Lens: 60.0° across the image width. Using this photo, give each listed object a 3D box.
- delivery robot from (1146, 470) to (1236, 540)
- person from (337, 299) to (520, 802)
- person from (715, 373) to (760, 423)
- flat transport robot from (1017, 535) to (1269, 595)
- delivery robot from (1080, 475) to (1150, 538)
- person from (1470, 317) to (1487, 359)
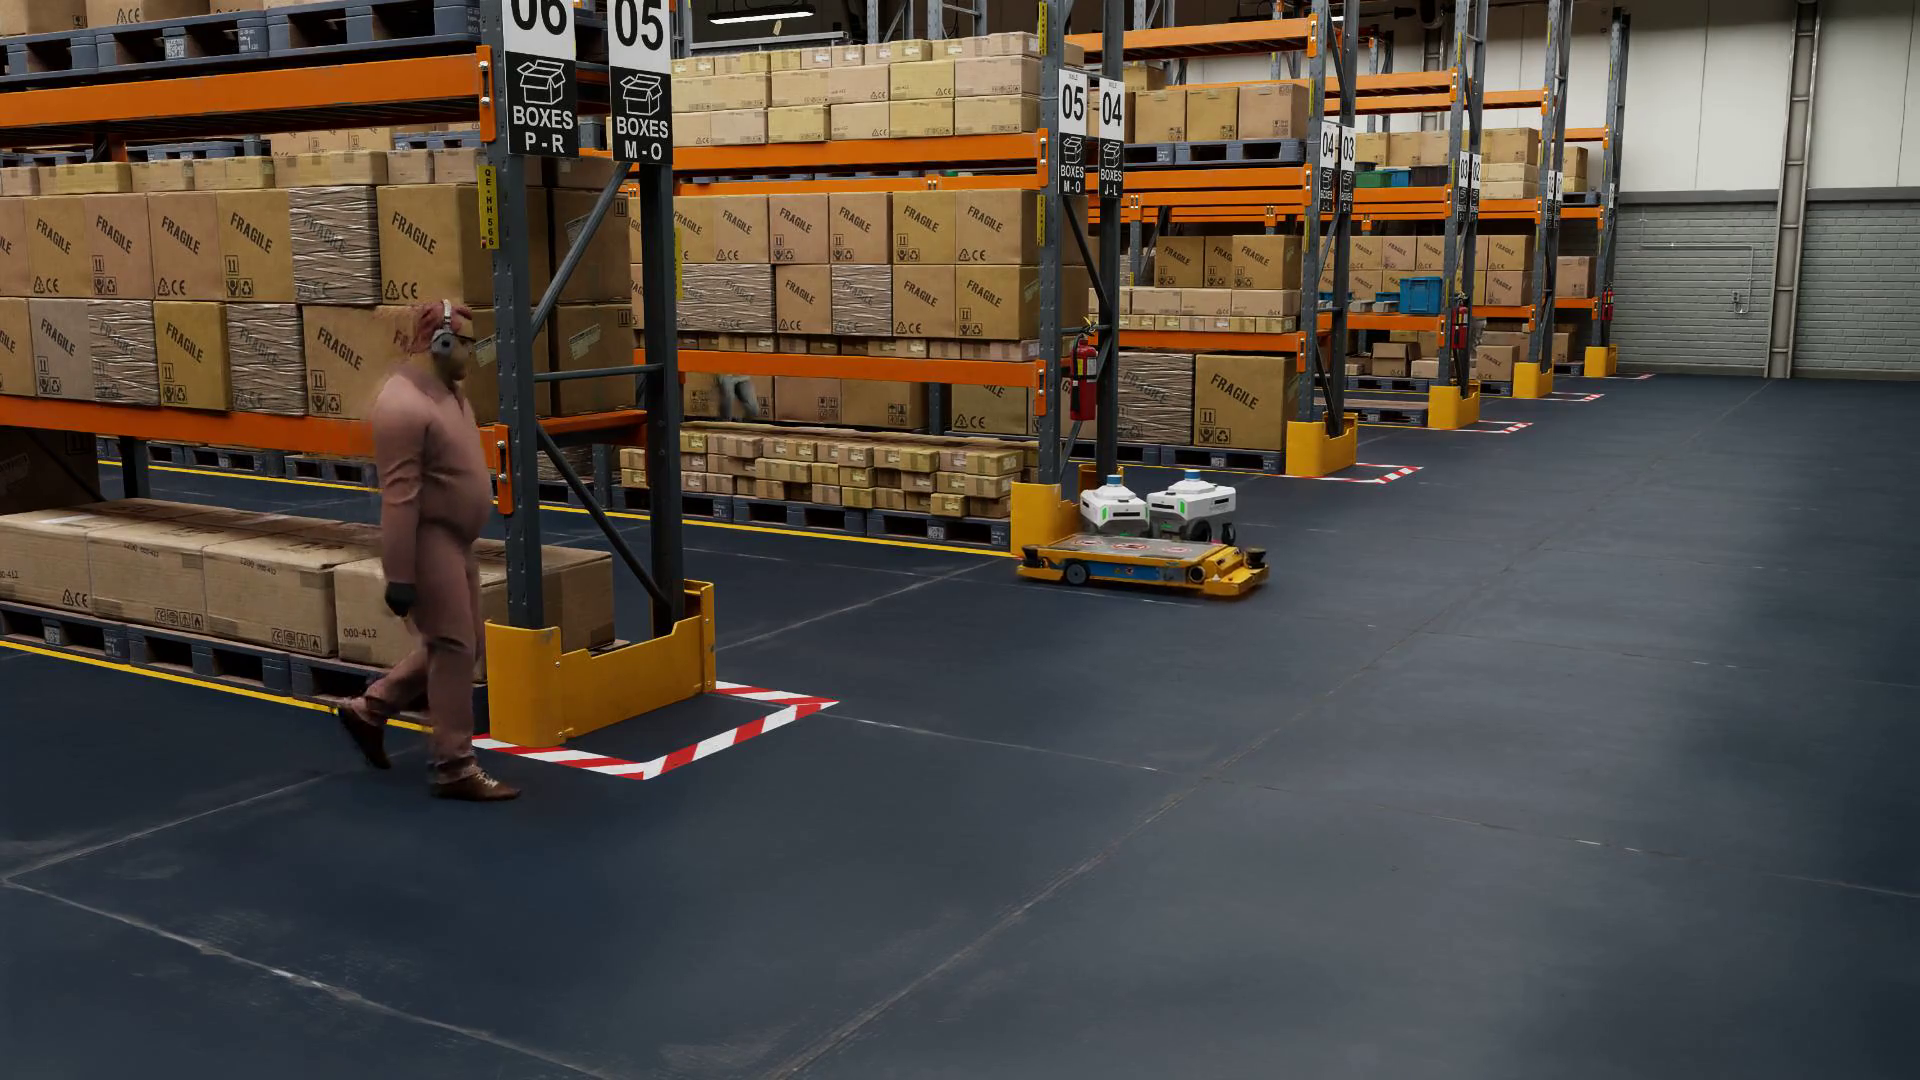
[{"bbox_3d":[1.597,-0.241,11.467,0.477,0.478,0.707,8,13,40],"label":"delivery robot"},{"bbox_3d":[-2.021,0.040,6.234,0.634,1.879,0.680,0,10,-2],"label":"person"},{"bbox_3d":[-2.188,-1.566,16.059,0.402,1.728,0.504,7,12,37],"label":"person"},{"bbox_3d":[1.138,0.136,10.359,1.431,0.197,0.652,5,11,25],"label":"flat transport robot"},{"bbox_3d":[1.037,-0.196,11.202,0.477,0.478,0.707,-1,10,-8],"label":"delivery robot"},{"bbox_3d":[8.000,-3.321,25.891,0.356,1.883,0.572,6,11,31],"label":"person"}]
